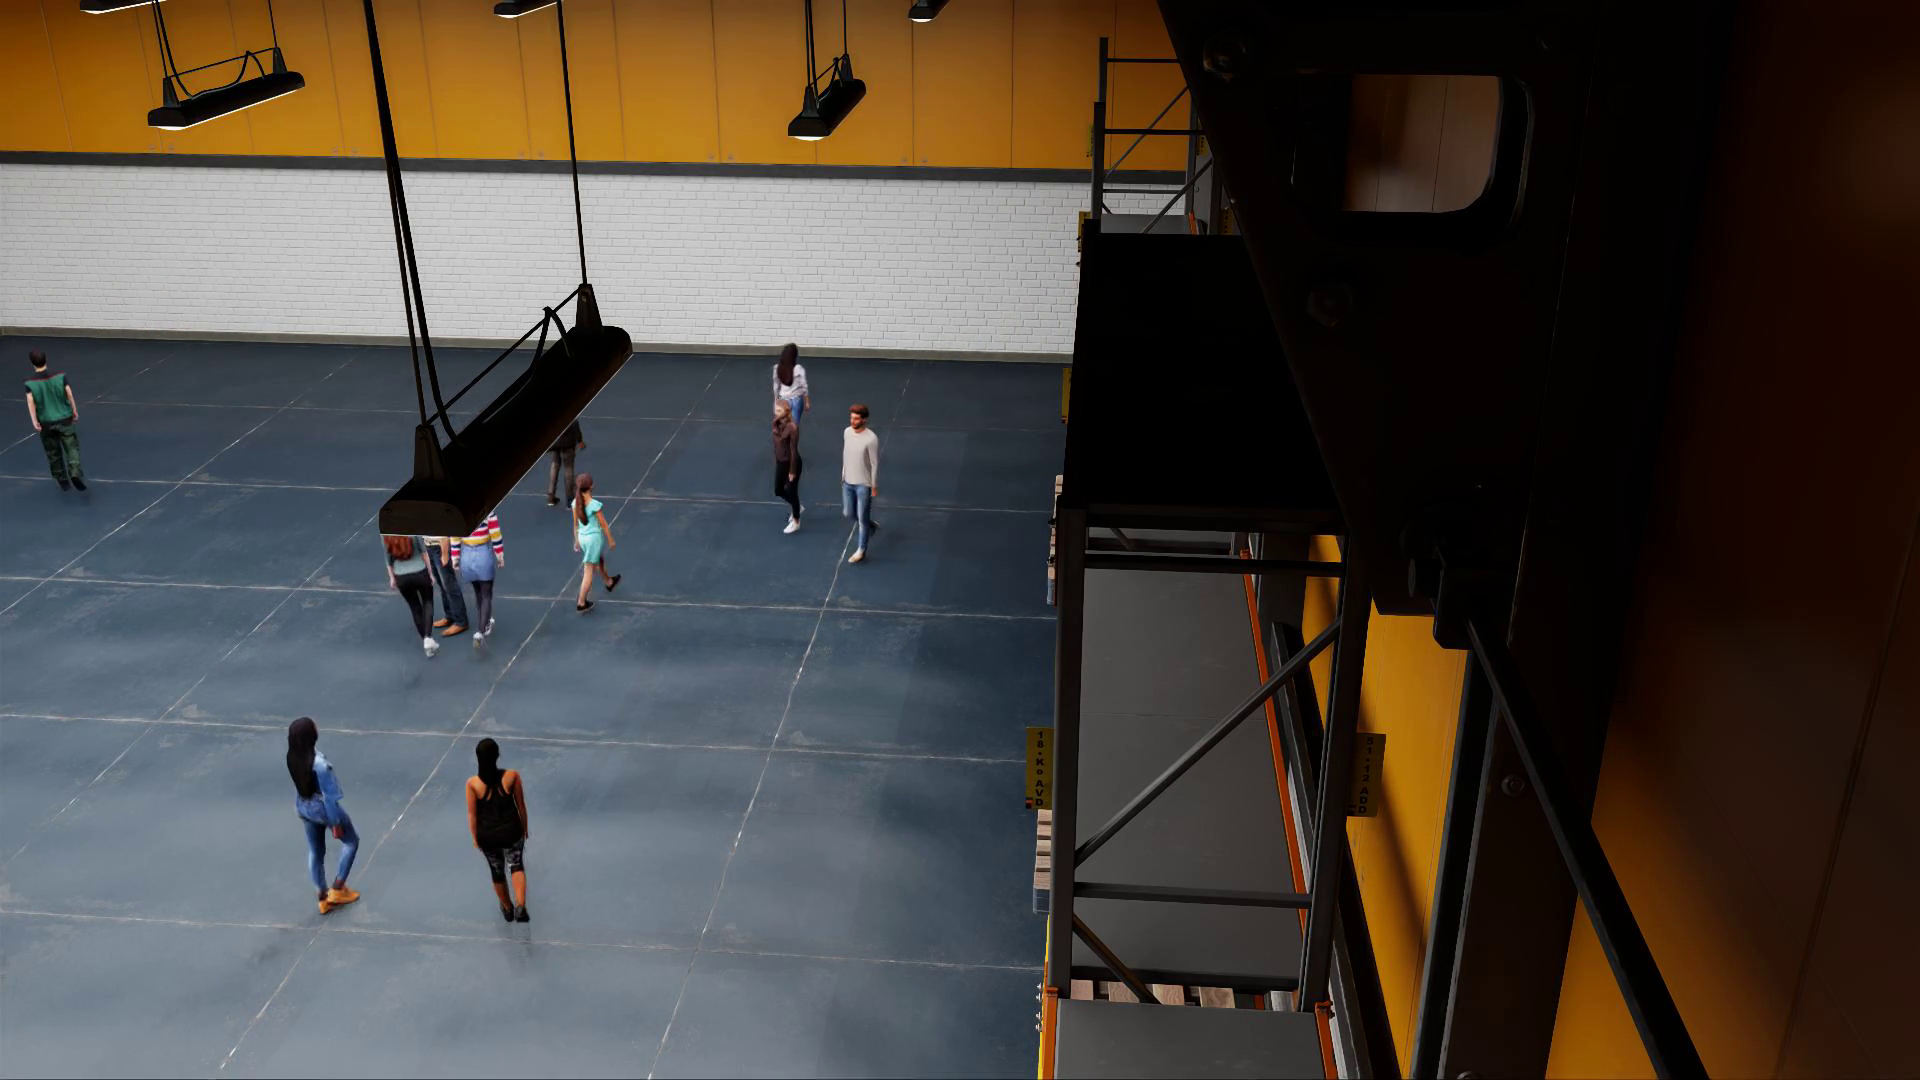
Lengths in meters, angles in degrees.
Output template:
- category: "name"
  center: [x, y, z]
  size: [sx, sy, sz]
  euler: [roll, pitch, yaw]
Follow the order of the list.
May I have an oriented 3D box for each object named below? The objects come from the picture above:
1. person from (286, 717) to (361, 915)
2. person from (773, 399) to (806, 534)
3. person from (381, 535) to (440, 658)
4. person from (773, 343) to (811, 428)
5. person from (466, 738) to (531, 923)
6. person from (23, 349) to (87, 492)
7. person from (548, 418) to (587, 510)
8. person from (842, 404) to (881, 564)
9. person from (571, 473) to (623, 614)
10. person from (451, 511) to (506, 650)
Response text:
- category: "person"
  center: [-5.038, 2.177, 12.897]
  size: [0.728, 1.704, 0.743]
  euler: [14, 27, 29]
- category: "person"
  center: [-1.996, -0.913, 19.987]
  size: [0.781, 1.688, 0.841]
  euler: [19, 30, 37]
- category: "person"
  center: [-5.572, 0.437, 16.857]
  size: [0.717, 1.721, 0.747]
  euler: [-3, 24, -8]
- category: "person"
  center: [-2.268, -1.788, 22.080]
  size: [0.677, 1.615, 0.666]
  euler: [8, 25, 19]
- category: "person"
  center: [-3.522, 2.276, 12.738]
  size: [0.779, 1.651, 0.898]
  euler: [-9, 25, -20]
- category: "person"
  center: [-11.431, -1.484, 21.050]
  size: [1.024, 1.883, 1.133]
  euler: [-14, 27, -30]
- category: "person"
  center: [-4.962, -1.200, 20.509]
  size: [0.766, 1.796, 0.751]
  euler: [9, 25, 21]
- category: "person"
  center: [-1.108, -0.694, 19.227]
  size: [0.920, 1.895, 1.020]
  euler: [18, 29, 35]
- category: "person"
  center: [-4.030, 0.053, 17.991]
  size: [0.859, 1.516, 1.119]
  euler: [14, 27, 28]
- category: "person"
  center: [-4.986, 0.264, 17.169]
  size: [0.753, 1.787, 1.054]
  euler: [-1, 24, -3]
